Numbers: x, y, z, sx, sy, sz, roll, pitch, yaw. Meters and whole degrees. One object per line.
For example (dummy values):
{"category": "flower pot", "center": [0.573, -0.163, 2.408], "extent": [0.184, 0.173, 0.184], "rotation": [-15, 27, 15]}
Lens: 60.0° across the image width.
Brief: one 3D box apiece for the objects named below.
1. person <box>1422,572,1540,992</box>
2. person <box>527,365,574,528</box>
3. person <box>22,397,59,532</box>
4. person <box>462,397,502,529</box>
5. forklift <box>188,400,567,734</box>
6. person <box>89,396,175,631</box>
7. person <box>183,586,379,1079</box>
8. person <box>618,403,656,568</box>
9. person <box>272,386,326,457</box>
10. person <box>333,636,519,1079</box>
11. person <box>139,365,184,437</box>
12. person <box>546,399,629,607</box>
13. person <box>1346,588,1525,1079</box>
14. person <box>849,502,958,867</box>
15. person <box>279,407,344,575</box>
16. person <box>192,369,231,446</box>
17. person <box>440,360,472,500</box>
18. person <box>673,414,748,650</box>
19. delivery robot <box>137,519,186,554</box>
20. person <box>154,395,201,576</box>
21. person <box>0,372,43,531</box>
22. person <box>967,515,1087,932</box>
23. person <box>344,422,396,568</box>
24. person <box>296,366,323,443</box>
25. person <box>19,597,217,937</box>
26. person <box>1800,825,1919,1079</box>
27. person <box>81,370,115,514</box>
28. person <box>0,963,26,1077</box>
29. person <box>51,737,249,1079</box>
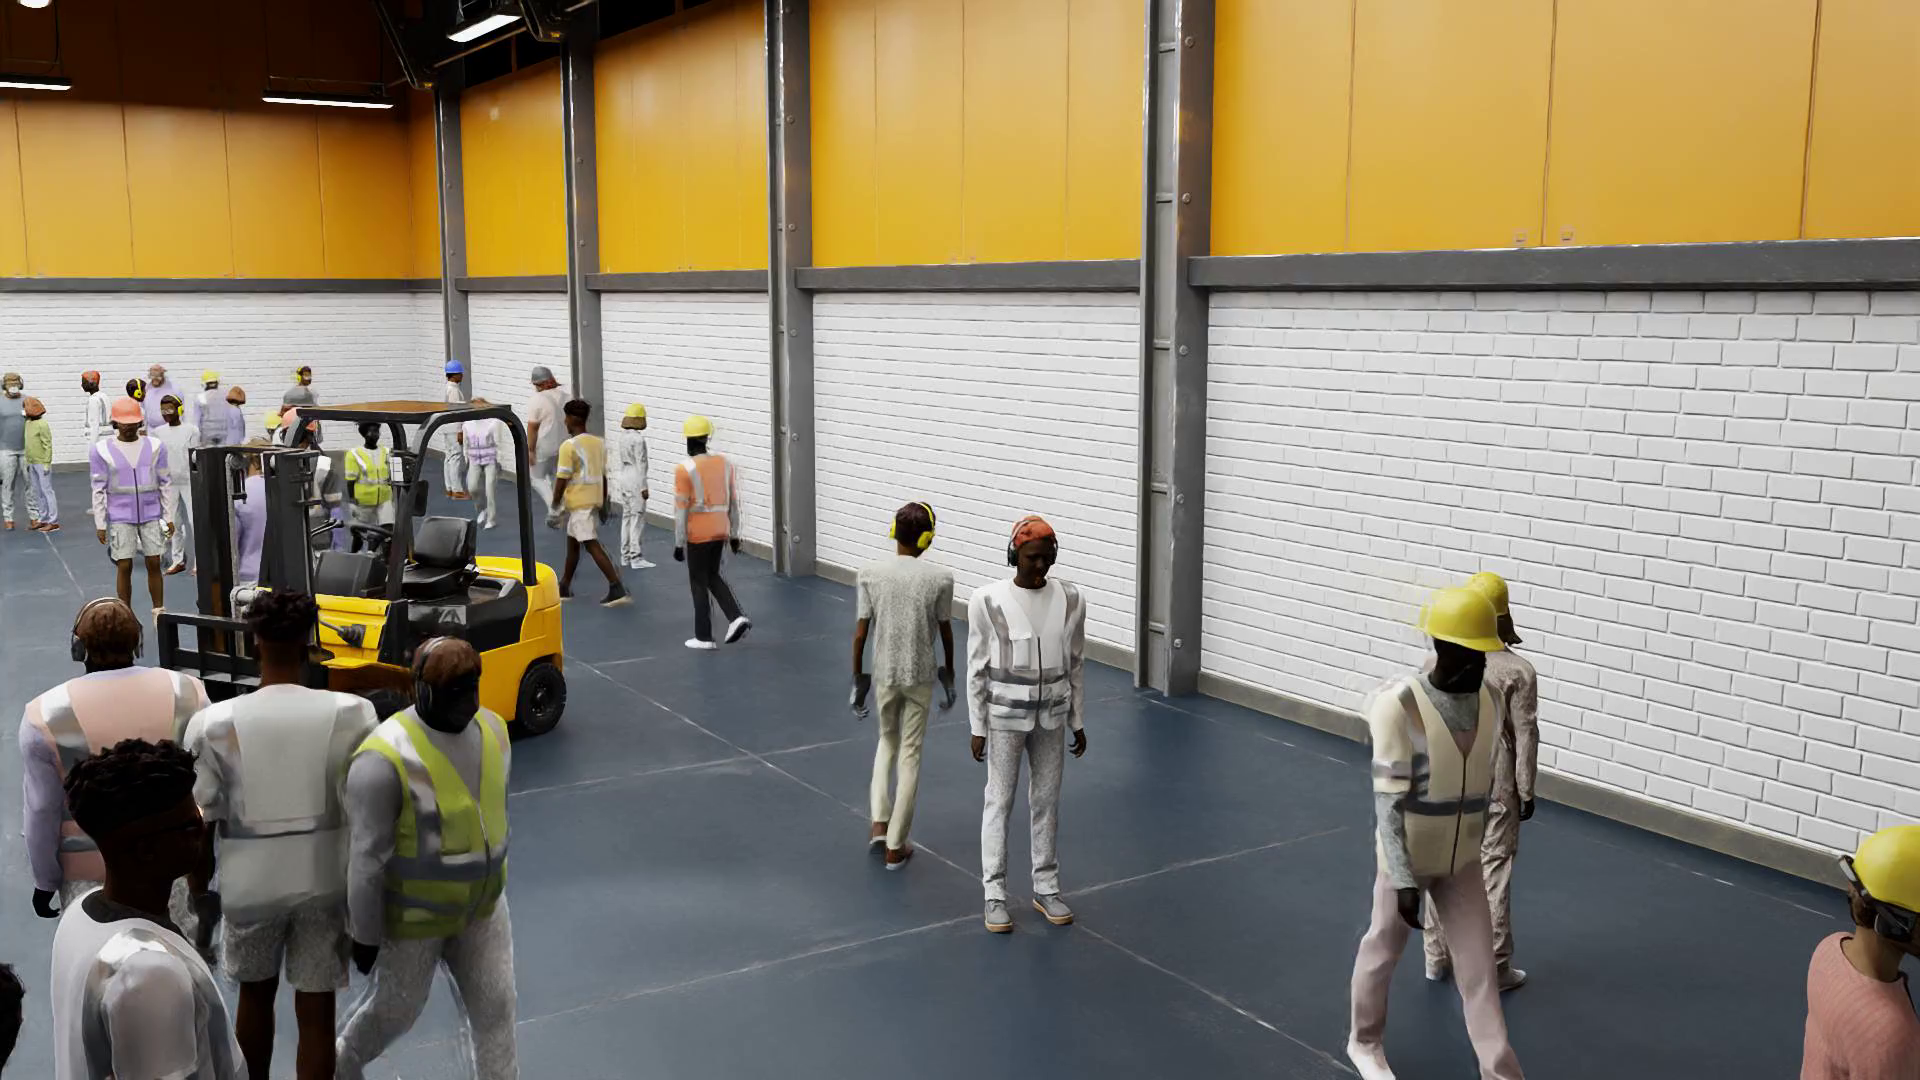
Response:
{"category": "person", "center": [2.149, 0.994, 6.895], "extent": [0.492, 1.746, 0.284], "rotation": [7, 11, 37]}
{"category": "person", "center": [-5.005, -1.142, 20.300], "extent": [0.572, 2.000, 0.704], "rotation": [6, 11, 37]}
{"category": "person", "center": [-11.152, -0.914, 20.127], "extent": [0.505, 1.632, 0.269], "rotation": [6, 11, 37]}
{"category": "person", "center": [-5.833, -0.937, 20.328], "extent": [0.520, 1.625, 0.366], "rotation": [1, 9, 7]}
{"category": "forklift", "center": [-3.529, 0.258, 10.348], "extent": [1.214, 2.155, 2.313], "rotation": [4, 9, 25]}
{"category": "person", "center": [-6.908, -0.190, 13.931], "extent": [0.613, 2.033, 0.411], "rotation": [-7, 11, -38]}
{"category": "person", "center": [-2.215, 1.114, 5.486], "extent": [0.602, 1.921, 0.766], "rotation": [-3, 9, -21]}
{"category": "person", "center": [-3.407, -0.575, 17.511], "extent": [0.325, 1.737, 0.487], "rotation": [-6, 10, -35]}
{"category": "person", "center": [-6.152, -0.438, 15.558], "extent": [0.542, 2.000, 0.690], "rotation": [-2, 9, -16]}
{"category": "person", "center": [-1.795, 1.178, 5.514], "extent": [0.925, 1.803, 0.634], "rotation": [5, 10, 31]}
{"category": "person", "center": [-11.303, -1.532, 23.501], "extent": [0.644, 1.872, 0.768], "rotation": [-1, 9, -7]}
{"category": "person", "center": [-3.473, -0.341, 15.336], "extent": [1.001, 1.917, 0.626], "rotation": [3, 9, 19]}
{"category": "person", "center": [1.685, 1.102, 5.733], "extent": [0.607, 1.872, 1.004], "rotation": [-3, 9, -21]}
{"category": "person", "center": [-0.287, 0.723, 8.425], "extent": [0.524, 1.838, 0.514], "rotation": [2, 9, 10]}
{"category": "person", "center": [-4.935, 0.021, 12.512], "extent": [0.603, 2.034, 0.417], "rotation": [-2, 9, -10]}
{"category": "person", "center": [-10.531, -1.510, 23.523], "extent": [0.527, 1.812, 0.616], "rotation": [8, 12, 44]}
{"category": "person", "center": [-7.059, -1.532, 23.239], "extent": [0.389, 1.949, 0.604], "rotation": [-5, 10, -31]}
{"category": "person", "center": [-2.038, -0.056, 13.404], "extent": [0.510, 1.914, 0.592], "rotation": [6, 11, 37]}
{"category": "delivery robot", "center": [-8.588, -0.056, 17.647], "extent": [0.707, 0.478, 0.477], "rotation": [3, 9, 19]}
{"category": "person", "center": [-7.966, -0.558, 16.985], "extent": [0.510, 1.861, 0.323], "rotation": [1, 8, 4]}
{"category": "person", "center": [-11.495, -1.084, 20.281], "extent": [0.639, 1.934, 0.369], "rotation": [-6, 11, -37]}
{"category": "person", "center": [0.311, 0.826, 7.559], "extent": [0.574, 1.886, 0.356], "rotation": [-3, 9, -19]}
{"category": "person", "center": [-5.909, -0.409, 16.642], "extent": [0.536, 1.663, 0.851], "rotation": [-8, 11, -42]}
{"category": "person", "center": [-9.280, -1.544, 23.618], "extent": [0.412, 1.856, 0.544], "rotation": [4, 10, 28]}
{"category": "person", "center": [-2.909, 1.109, 5.795], "extent": [0.627, 1.843, 0.429], "rotation": [-8, 11, -42]}
{"category": "person", "center": [1.997, 1.470, 3.673], "extent": [0.339, 1.756, 0.532], "rotation": [2, 9, 15]}
{"category": "person", "center": [-11.261, -1.273, 21.750], "extent": [0.358, 1.876, 0.575], "rotation": [-2, 9, -14]}
{"category": "person", "center": [-1.421, 1.545, 2.457], "extent": [0.387, 1.962, 0.651], "rotation": [-5, 10, -32]}
{"category": "person", "center": [-1.698, 1.380, 3.548], "extent": [0.367, 1.967, 0.607], "rotation": [-7, 11, -41]}
